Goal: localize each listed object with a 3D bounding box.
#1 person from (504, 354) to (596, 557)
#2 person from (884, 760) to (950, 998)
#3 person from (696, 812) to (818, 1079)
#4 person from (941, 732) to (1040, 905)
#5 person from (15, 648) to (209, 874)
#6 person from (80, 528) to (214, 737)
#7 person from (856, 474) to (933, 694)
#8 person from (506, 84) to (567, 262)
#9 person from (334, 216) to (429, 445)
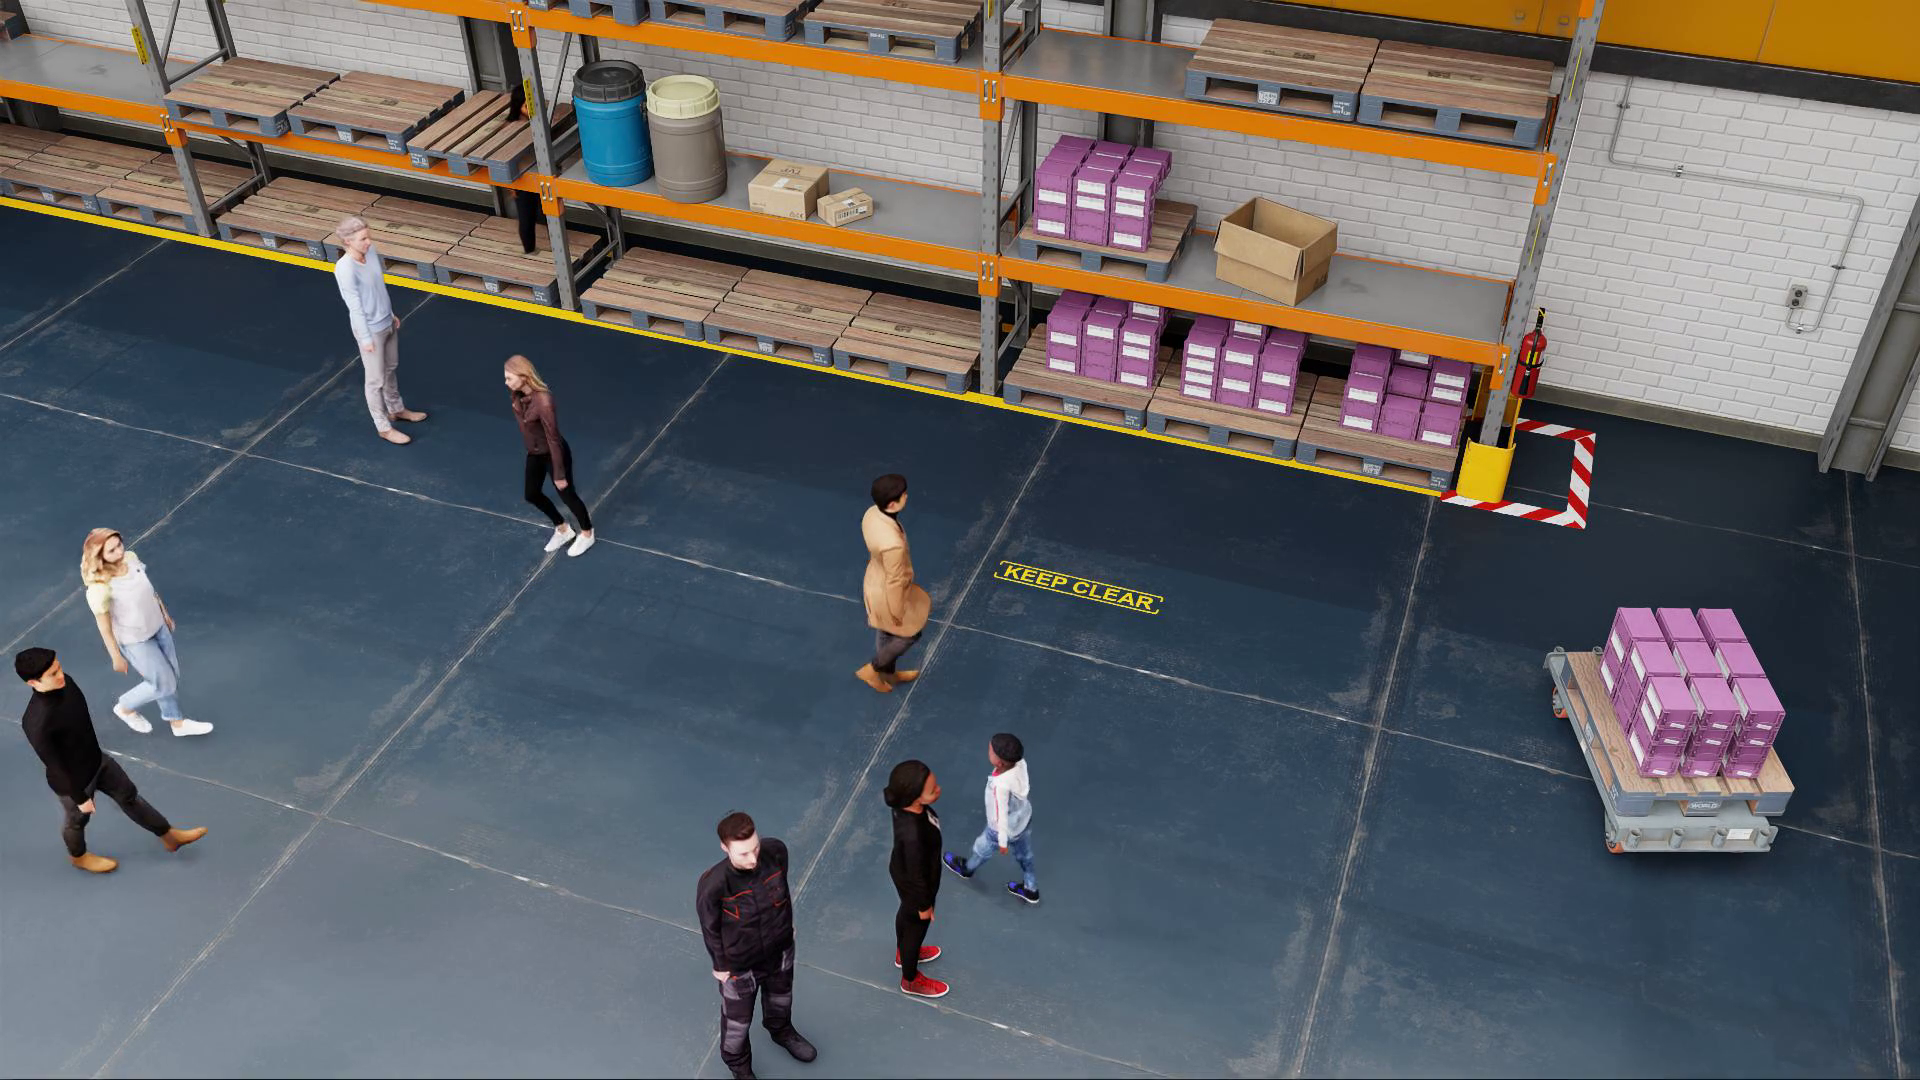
[{"bbox_3d":[-2.864,-0.627,11.824,0.774,1.677,0.899,31,48,33],"label":"person"},{"bbox_3d":[-0.241,1.782,8.809,0.683,1.675,0.680,-6,39,-7],"label":"person"},{"bbox_3d":[-1.028,2.037,8.298,0.776,1.914,0.757,-31,48,-33],"label":"person"},{"bbox_3d":[0.323,1.602,9.390,0.871,1.230,0.598,20,43,23],"label":"person"},{"bbox_3d":[-5.076,1.278,9.427,1.139,1.692,0.908,0,39,0],"label":"person"},{"bbox_3d":[-5.140,0.604,10.256,0.879,1.710,0.773,1,39,1],"label":"person"},{"bbox_3d":[-0.524,0.322,10.602,0.932,1.719,0.871,-14,41,-16],"label":"person"},{"bbox_3d":[-3.834,-3.266,15.019,0.780,1.813,0.826,-19,43,-23],"label":"person"},{"bbox_3d":[-4.564,-1.654,12.938,0.635,1.891,0.689,6,39,8],"label":"person"}]
